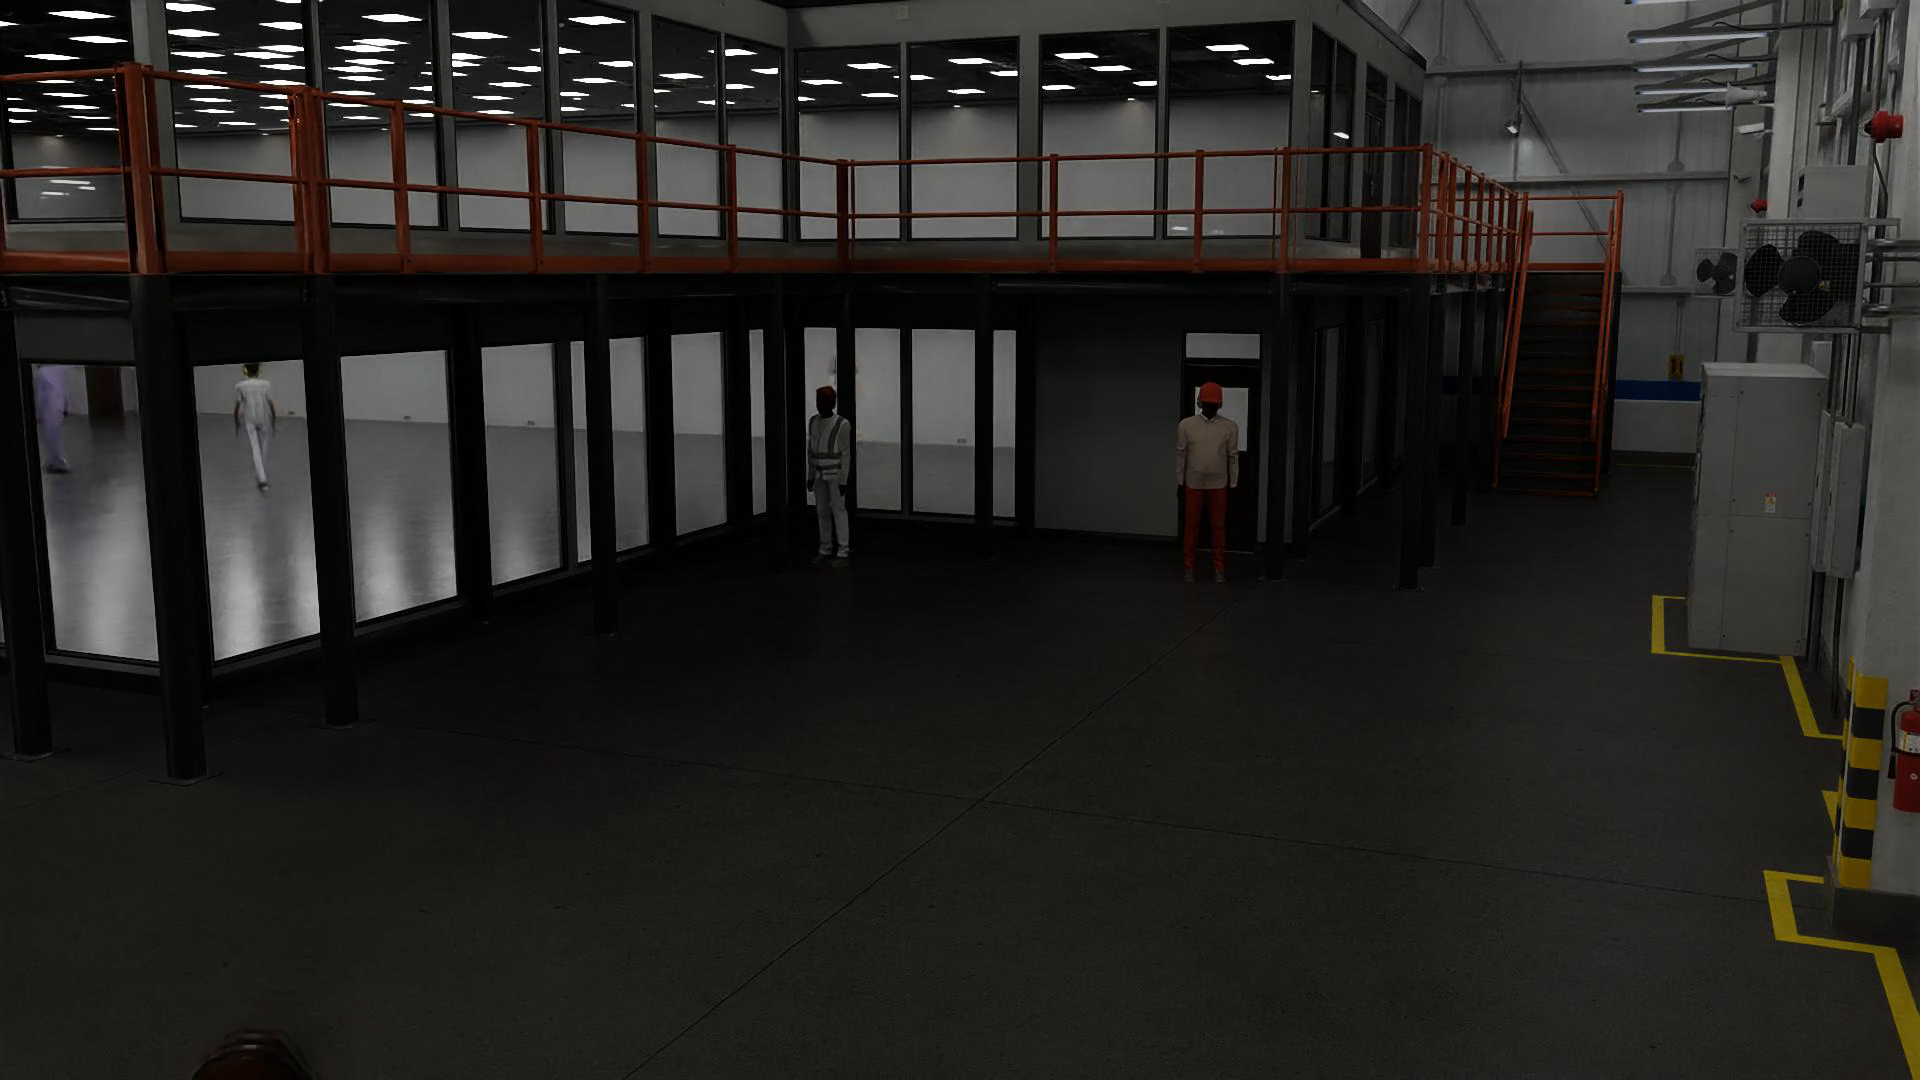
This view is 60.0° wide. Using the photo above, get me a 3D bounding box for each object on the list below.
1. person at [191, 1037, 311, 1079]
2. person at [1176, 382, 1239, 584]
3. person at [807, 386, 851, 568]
[{"bbox_3d":[-1.176,1.687,2.943,0.627,1.818,0.725,-4,10,-23],"label":"person"},{"bbox_3d":[2.414,-0.554,16.250,0.612,1.986,0.405,1,9,6],"label":"person"},{"bbox_3d":[-1.357,-0.651,17.187,0.577,1.874,0.346,8,12,41],"label":"person"}]
